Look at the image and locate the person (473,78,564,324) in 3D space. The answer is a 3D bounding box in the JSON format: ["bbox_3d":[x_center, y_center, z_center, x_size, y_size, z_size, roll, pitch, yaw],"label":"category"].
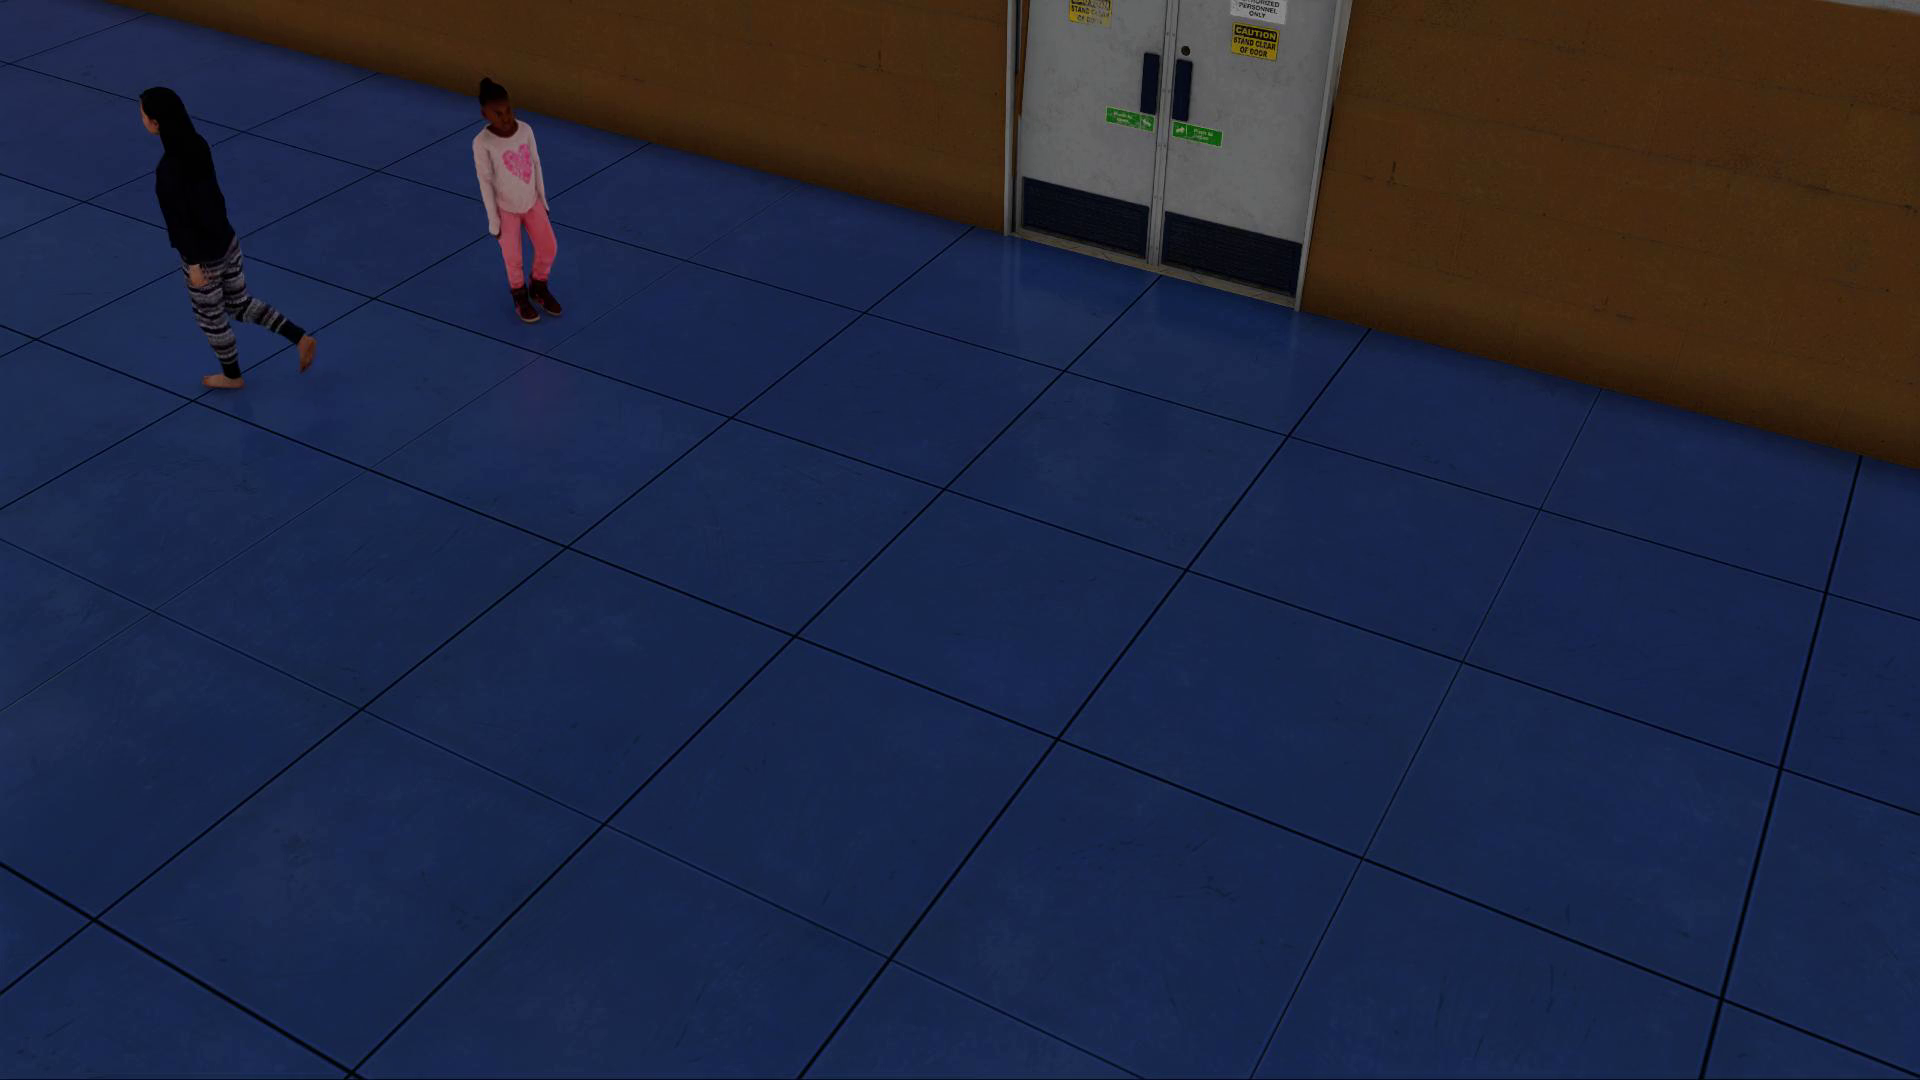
[{"bbox_3d":[-2.570,-1.944,9.485,0.581,1.436,0.696,-27,44,-31],"label":"person"}]

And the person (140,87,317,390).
[{"bbox_3d":[-3.860,-1.541,8.712,0.896,1.721,0.944,3,37,4],"label":"person"}]
